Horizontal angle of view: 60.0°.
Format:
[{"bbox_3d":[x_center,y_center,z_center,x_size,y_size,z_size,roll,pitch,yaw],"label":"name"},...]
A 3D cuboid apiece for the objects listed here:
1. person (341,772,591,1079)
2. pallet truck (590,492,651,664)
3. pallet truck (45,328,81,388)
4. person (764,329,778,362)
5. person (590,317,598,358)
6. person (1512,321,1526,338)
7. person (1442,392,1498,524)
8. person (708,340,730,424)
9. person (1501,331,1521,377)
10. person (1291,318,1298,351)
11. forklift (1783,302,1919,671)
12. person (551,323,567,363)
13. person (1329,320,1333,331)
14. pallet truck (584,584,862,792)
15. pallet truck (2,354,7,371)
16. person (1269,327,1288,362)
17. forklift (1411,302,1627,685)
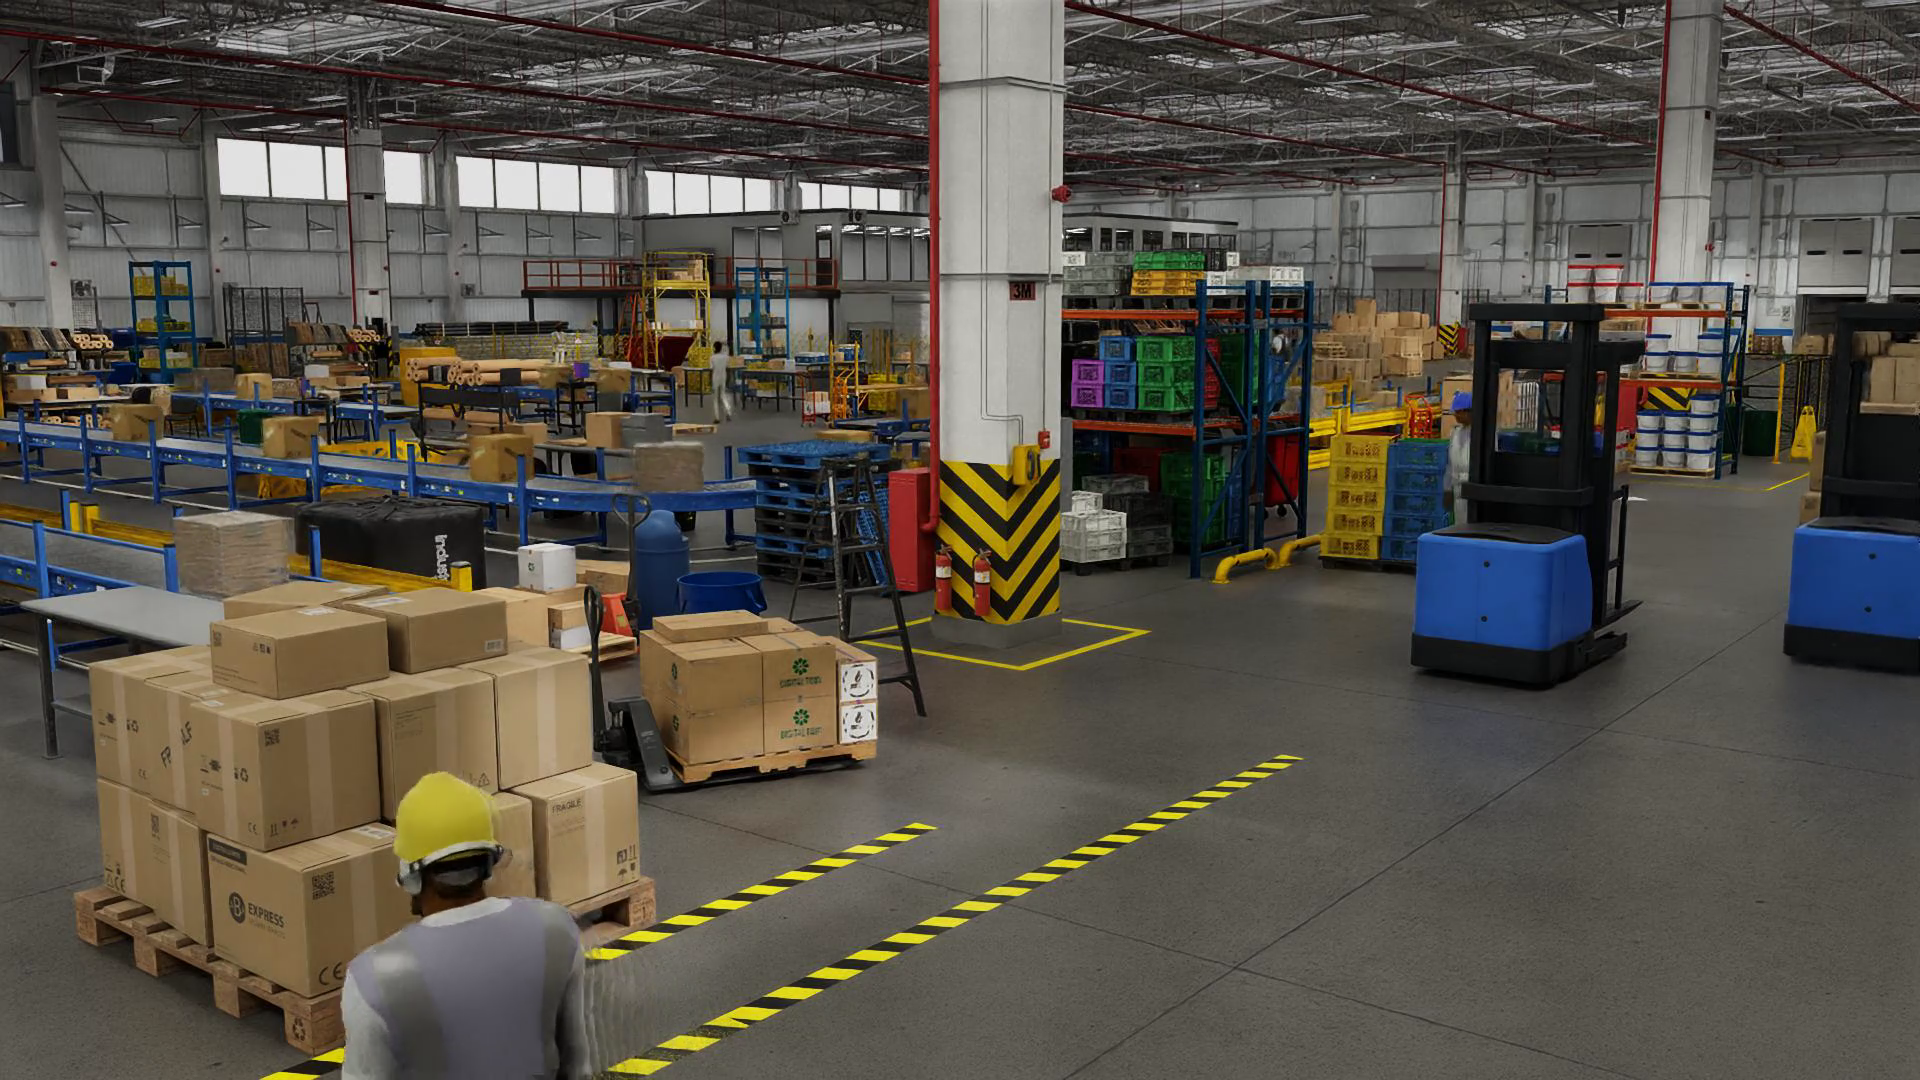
[{"bbox_3d":[-1.089,1.439,3.820,0.596,1.810,0.702,-8,12,-44],"label":"person"},{"bbox_3d":[-3.115,0.344,12.883,0.653,1.274,1.630,7,11,37],"label":"pallet truck"},{"bbox_3d":[-23.775,-4.544,43.495,1.885,1.965,0.823,6,10,35],"label":"pallet truck"},{"bbox_3d":[-7.270,-7.601,64.355,0.735,1.920,0.556,3,9,20],"label":"person"},{"bbox_3d":[-15.100,-8.208,68.471,0.616,1.911,0.592,2,9,11],"label":"person"},{"bbox_3d":[25.318,-9.258,75.301,0.653,1.980,0.522,4,9,27],"label":"person"},{"bbox_3d":[5.018,-0.490,16.394,0.444,1.928,0.630,-4,9,-25],"label":"person"},{"bbox_3d":[-5.323,-3.480,36.779,0.538,1.860,0.506,-6,10,-34],"label":"person"},{"bbox_3d":[15.058,-4.733,45.145,0.645,1.885,1.018,-5,10,-31],"label":"person"},{"bbox_3d":[16.918,-10.401,83.988,0.319,1.696,0.532,7,11,38],"label":"person"},{"bbox_3d":[7.400,-0.492,13.216,1.129,2.768,1.873,7,11,37],"label":"forklift"},{"bbox_3d":[-13.749,-6.503,57.090,0.356,1.883,0.574,7,11,38],"label":"person"},{"bbox_3d":[18.434,-10.184,81.813,0.551,1.919,0.822,2,9,12],"label":"person"},{"bbox_3d":[-1.426,0.805,10.019,1.601,1.201,0.680,-4,9,-26],"label":"pallet truck"},{"bbox_3d":[-24.881,-4.417,42.634,1.885,1.965,0.823,8,11,41],"label":"pallet truck"},{"bbox_3d":[9.471,-5.421,49.259,0.681,2.000,0.877,-7,11,-41],"label":"person"},{"bbox_3d":[4.379,-0.438,12.852,1.129,2.768,1.873,7,11,37],"label":"forklift"}]
